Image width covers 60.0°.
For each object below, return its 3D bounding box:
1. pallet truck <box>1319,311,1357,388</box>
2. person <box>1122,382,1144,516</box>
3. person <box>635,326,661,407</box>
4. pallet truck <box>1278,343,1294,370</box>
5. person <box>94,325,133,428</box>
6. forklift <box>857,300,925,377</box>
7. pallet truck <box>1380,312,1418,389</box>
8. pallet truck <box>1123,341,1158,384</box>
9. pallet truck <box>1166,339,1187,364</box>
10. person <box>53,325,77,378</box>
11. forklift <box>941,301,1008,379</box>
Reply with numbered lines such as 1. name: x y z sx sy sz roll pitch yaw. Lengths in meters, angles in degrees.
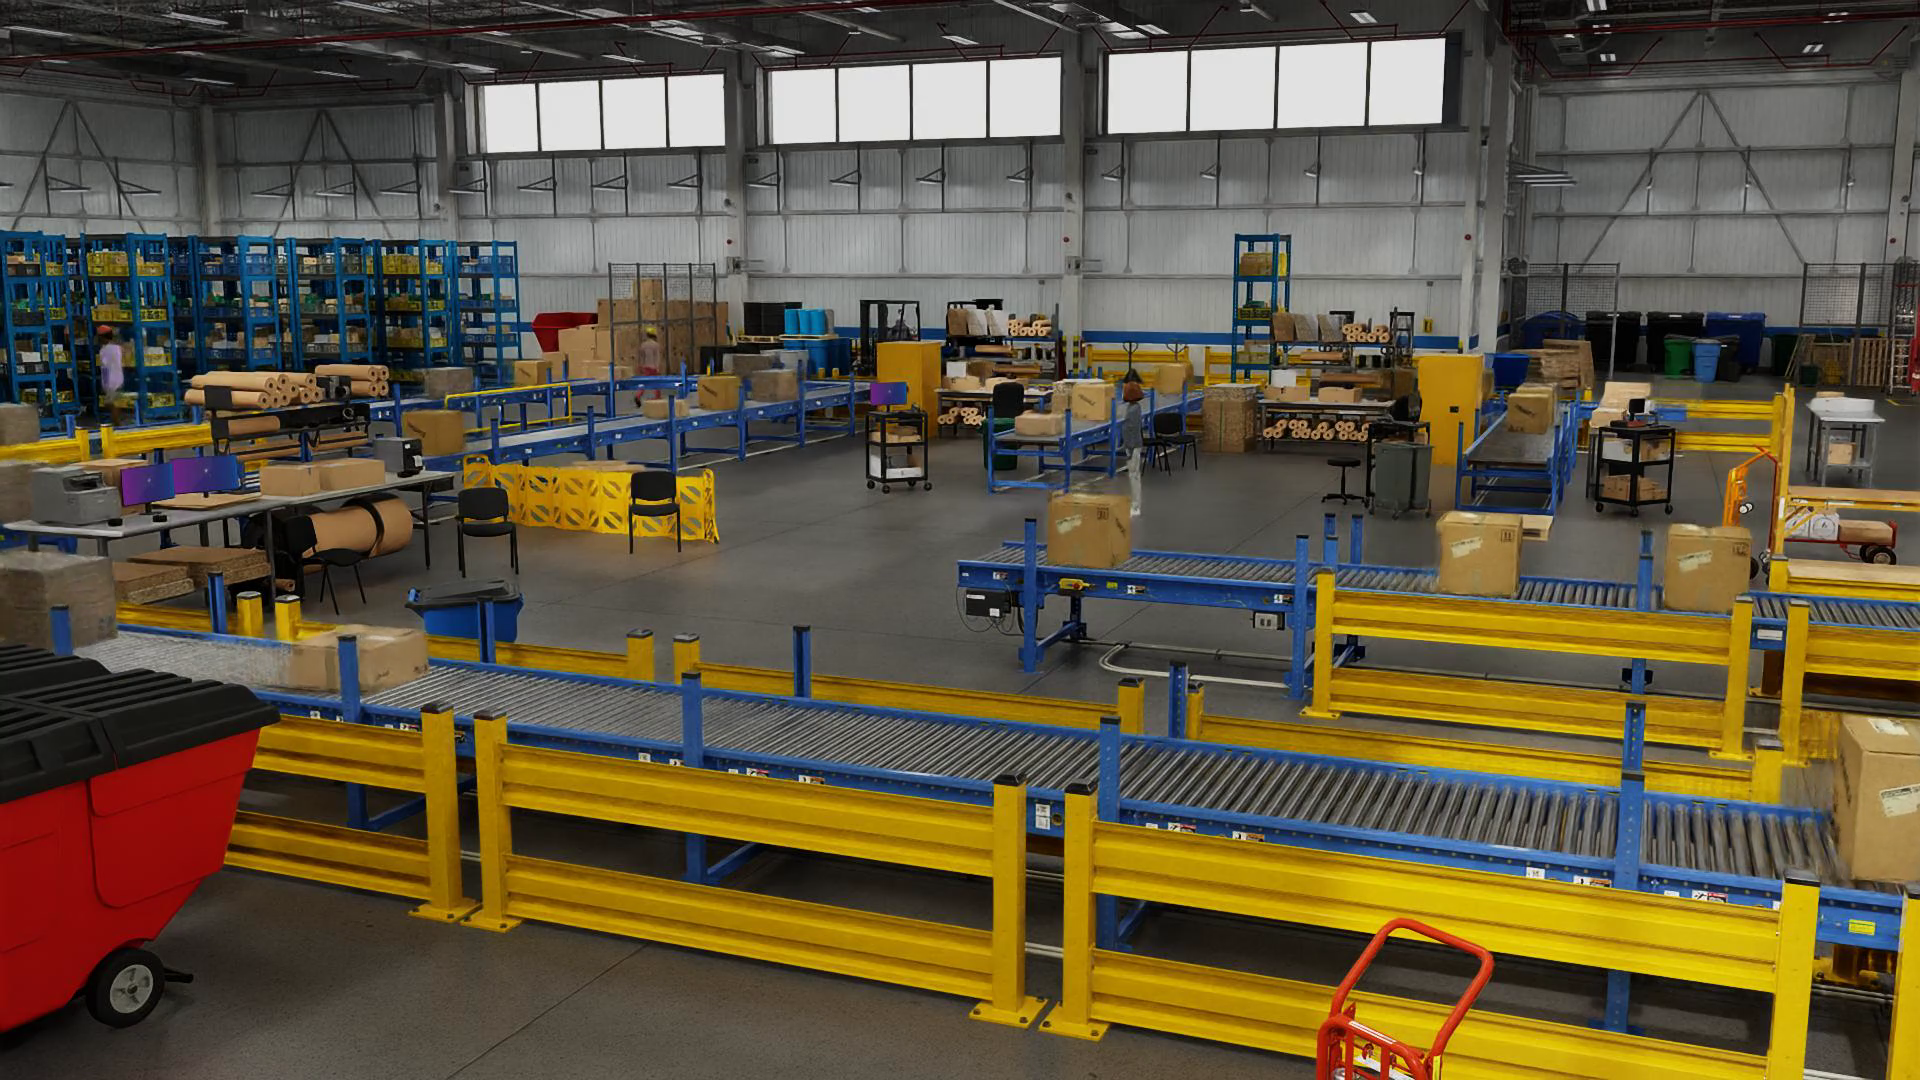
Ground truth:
1. pallet truck: 9.071 -4.419 39.190 0.823 1.965 1.885 5 10 26
2. person: 2.085 -1.106 20.212 0.281 1.634 0.498 1 9 7
3. person: -6.629 -3.686 35.526 0.527 1.744 0.746 6 11 31
4. pallet truck: 7.886 -4.163 39.743 0.653 1.274 1.630 4 10 22
5. person: -14.637 -2.692 28.663 0.494 2.020 0.718 -1 9 -4
6. forklift: -1.732 -5.109 42.468 1.157 1.987 2.680 4 10 22
7. pallet truck: 10.207 -4.283 38.369 0.823 1.965 1.885 3 10 20
8. pallet truck: 4.445 -4.380 41.279 0.680 1.201 1.601 4 10 22
9. pallet truck: 5.418 -4.269 40.420 0.704 1.261 1.522 3 10 20
10. person: -19.515 -3.916 36.160 0.621 1.990 0.396 0 9 1
11. forklift: 0.365 -4.966 41.571 1.157 1.987 2.680 3 10 20
